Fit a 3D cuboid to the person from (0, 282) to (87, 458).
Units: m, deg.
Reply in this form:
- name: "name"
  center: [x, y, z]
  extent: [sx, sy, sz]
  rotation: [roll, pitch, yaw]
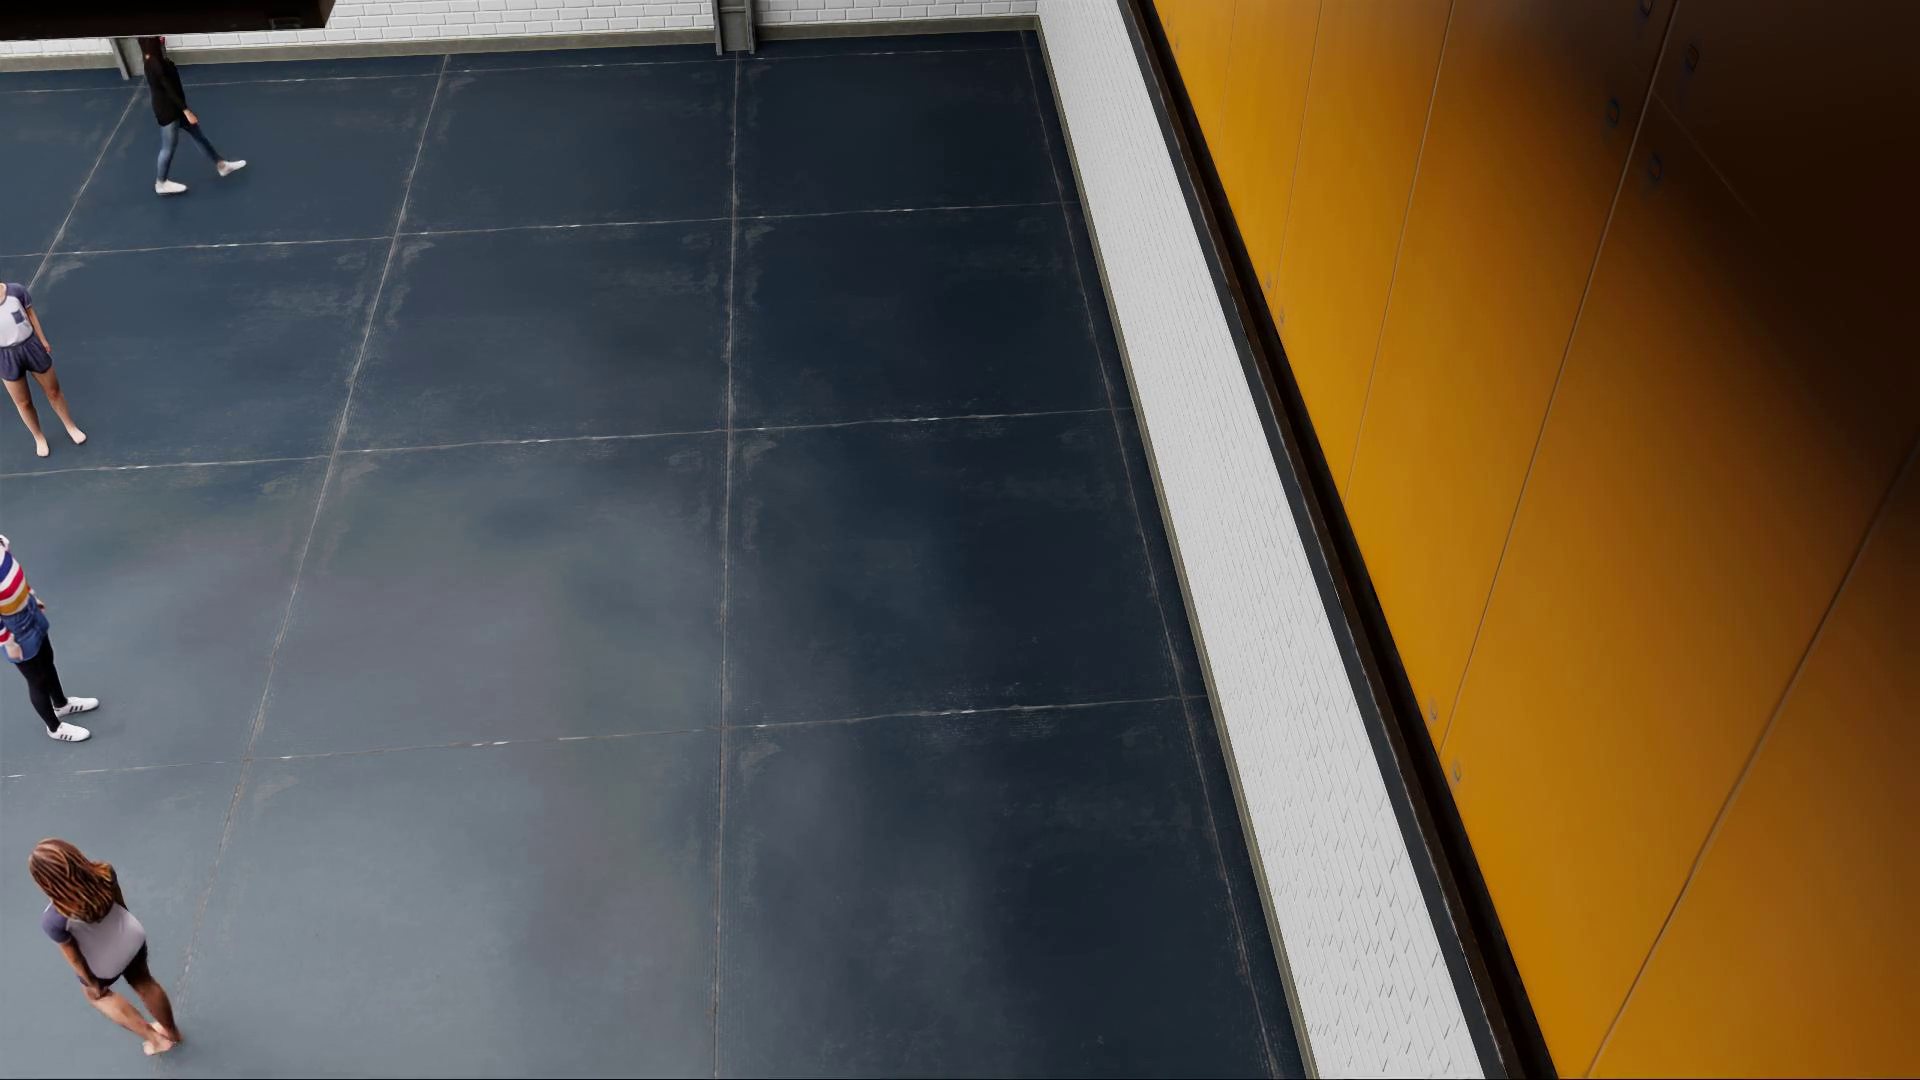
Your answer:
- name: "person"
  center: [-6.916, -1.364, 12.217]
  extent: [0.634, 1.652, 0.736]
  rotation: [-28, 50, -26]

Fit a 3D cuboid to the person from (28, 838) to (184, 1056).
- name: "person"
  center: [-4.283, 2.124, 8.509]
  extent: [0.757, 1.717, 0.718]
  rotation: [17, 46, 17]

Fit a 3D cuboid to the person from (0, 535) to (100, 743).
- name: "person"
  center: [-5.753, 0.511, 10.137]
  extent: [0.507, 1.808, 0.645]
  rotation: [-4, 44, -4]

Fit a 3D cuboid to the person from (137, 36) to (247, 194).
- name: "person"
  center: [-7.121, -3.820, 14.830]
  extent: [1.132, 1.604, 0.859]
  rotation: [-20, 47, -19]
